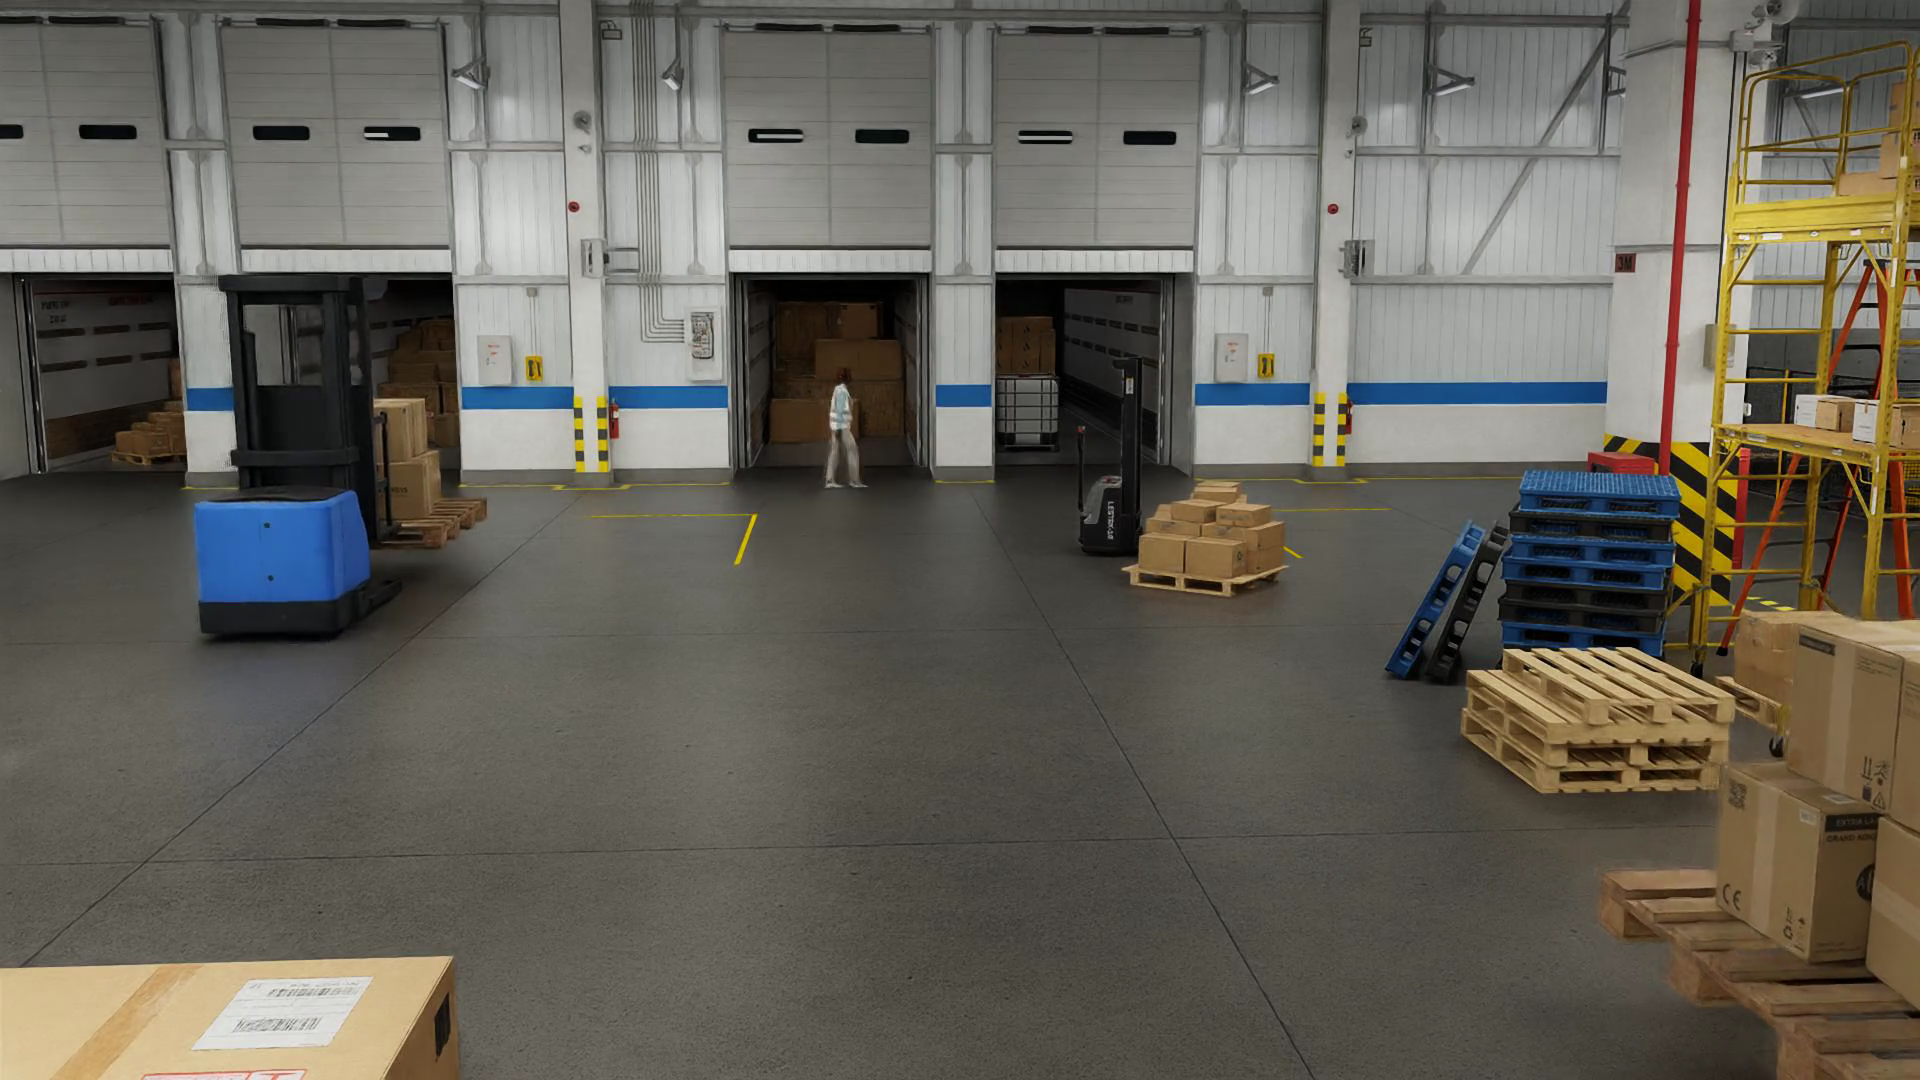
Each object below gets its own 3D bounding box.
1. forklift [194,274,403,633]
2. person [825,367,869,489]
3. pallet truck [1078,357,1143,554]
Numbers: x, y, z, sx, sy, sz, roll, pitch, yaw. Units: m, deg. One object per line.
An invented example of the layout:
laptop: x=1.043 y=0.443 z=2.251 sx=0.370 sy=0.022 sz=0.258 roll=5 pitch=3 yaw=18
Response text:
forklift: x=-5.405 y=-0.759 z=13.512 sx=1.129 sy=2.768 sz=1.873 roll=-1 pitch=9 yaw=-4
person: x=-1.471 y=-1.470 z=21.924 sx=0.686 sy=1.612 sz=0.522 roll=-2 pitch=9 yaw=-10
pallet truck: x=2.088 y=-0.836 z=16.757 sx=1.885 sy=1.965 sz=0.823 roll=2 pitch=9 yaw=13
